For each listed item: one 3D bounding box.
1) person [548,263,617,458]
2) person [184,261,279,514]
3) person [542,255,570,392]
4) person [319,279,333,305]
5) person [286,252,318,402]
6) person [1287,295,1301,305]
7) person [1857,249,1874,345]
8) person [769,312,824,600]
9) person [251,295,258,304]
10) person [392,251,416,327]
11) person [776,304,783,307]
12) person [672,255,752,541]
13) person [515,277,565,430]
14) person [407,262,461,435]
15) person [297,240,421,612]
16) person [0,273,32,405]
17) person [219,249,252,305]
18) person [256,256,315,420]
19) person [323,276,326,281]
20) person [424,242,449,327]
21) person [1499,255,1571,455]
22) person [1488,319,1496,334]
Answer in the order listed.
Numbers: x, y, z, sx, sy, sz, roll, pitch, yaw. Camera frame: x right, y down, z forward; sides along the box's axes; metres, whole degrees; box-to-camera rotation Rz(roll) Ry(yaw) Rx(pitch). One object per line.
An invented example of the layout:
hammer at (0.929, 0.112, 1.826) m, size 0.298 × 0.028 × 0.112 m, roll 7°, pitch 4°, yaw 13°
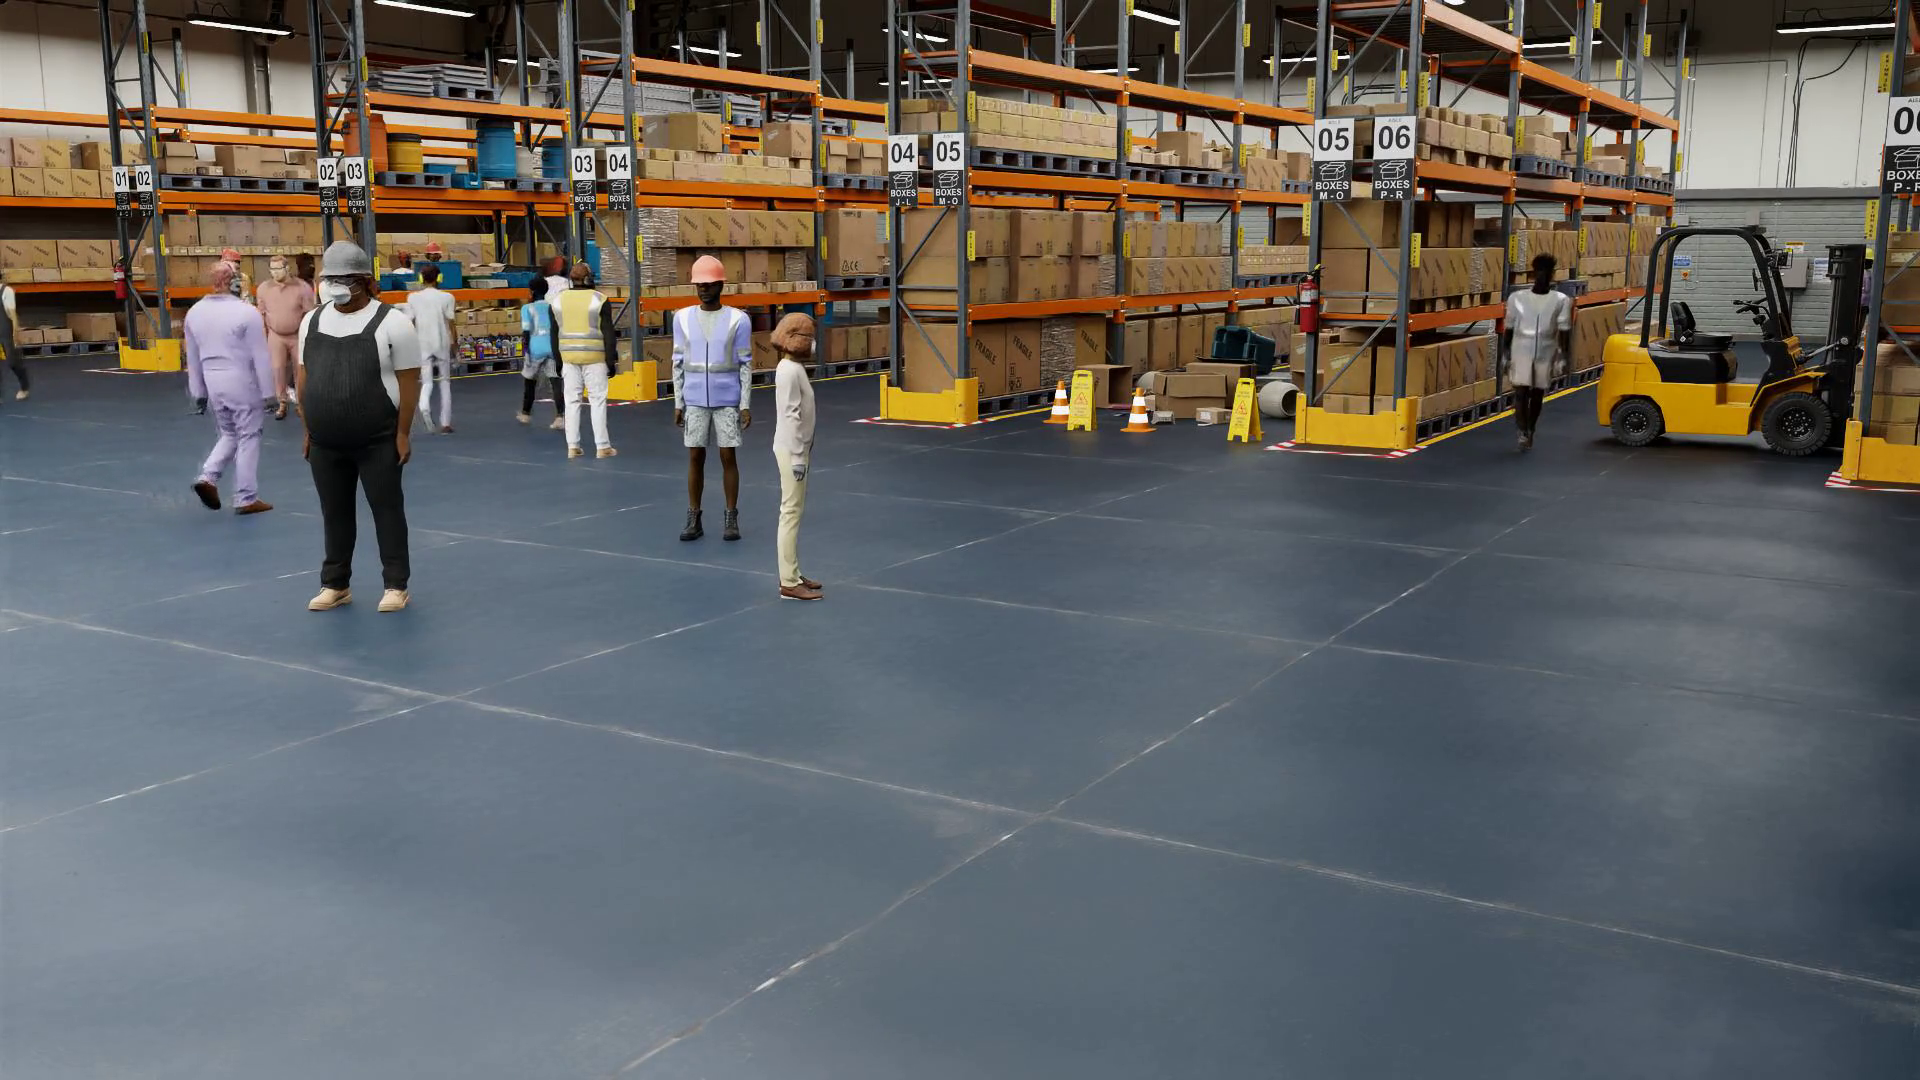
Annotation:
person at (-3.538, -1.687, 15.704) m, size 0.626 × 1.840 × 0.430 m, roll 2°, pitch 10°, yaw 10°
person at (-5.400, -1.118, 12.368) m, size 0.649 × 1.891 × 0.480 m, roll 4°, pitch 11°, yaw 21°
person at (-5.448, -2.899, 22.407) m, size 0.586 × 1.867 × 0.572 m, roll 4°, pitch 11°, yaw 20°
person at (-6.935, -2.259, 18.632) m, size 0.372 × 1.940 × 0.630 m, roll 3°, pitch 11°, yaw 16°
person at (-8.101, -2.599, 20.615) m, size 0.441 × 1.906 × 0.626 m, roll 0°, pitch 10°, yaw 2°
person at (7.010, -4.975, 34.258) m, size 0.903 × 1.797 × 0.620 m, roll -3°, pitch 11°, yaw -17°
person at (15.937, -4.173, 29.382) m, size 0.594 × 1.924 × 0.382 m, roll -8°, pitch 13°, yaw -38°
person at (-0.934, -0.480, 9.517) m, size 0.289 × 1.634 × 0.499 m, roll -1°, pitch 10°, yaw -5°
person at (-13.367, -4.435, 30.940) m, size 0.558 × 1.889 × 0.601 m, roll 1°, pitch 10°, yaw 7°
person at (-9.399, -3.946, 28.246) m, size 0.575 × 1.880 × 0.362 m, roll 7°, pitch 12°, yaw 32°
person at (-3.838, -5.313, 35.498) m, size 0.621 × 2.049 × 0.501 m, roll 0°, pitch 10°, yaw 1°
person at (-1.688, -0.954, 11.318) m, size 0.542 × 1.939 × 0.369 m, roll 0°, pitch 10°, yaw 2°
person at (-4.573, -2.033, 18.151) m, size 0.551 × 1.644 × 0.917 m, roll -9°, pitch 14°, yaw -41°
person at (-5.525, -1.991, 17.424) m, size 0.548 × 1.837 × 0.749 m, roll -2°, pitch 10°, yaw -8°
person at (-3.326, -0.613, 9.124) m, size 0.682 × 2.000 × 0.538 m, roll 1°, pitch 10°, yaw 5°
person at (-12.083, -2.611, 20.988) m, size 0.511 × 1.816 × 0.878 m, roll 0°, pitch 10°, yaw -2°
person at (-10.466, -3.225, 24.042) m, size 0.542 × 1.938 × 0.358 m, roll 6°, pitch 12°, yaw 30°
person at (-7.747, -2.318, 19.166) m, size 0.663 × 1.869 × 0.859 m, roll -3°, pitch 11°, yaw -16°
person at (-9.637, -3.555, 25.977) m, size 0.597 × 1.912 × 0.458 m, roll 3°, pitch 10°, yaw 15°
person at (-8.422, -3.759, 26.735) m, size 0.371 × 2.044 × 0.607 m, roll 9°, pitch 14°, yaw 43°
person at (5.550, -1.781, 16.048) m, size 0.627 × 1.894 × 1.045 m, roll 2°, pitch 10°, yaw 13°
person at (10.914, -4.977, 33.854) m, size 0.373 × 1.940 × 0.628 m, roll -3°, pitch 11°, yaw -16°
